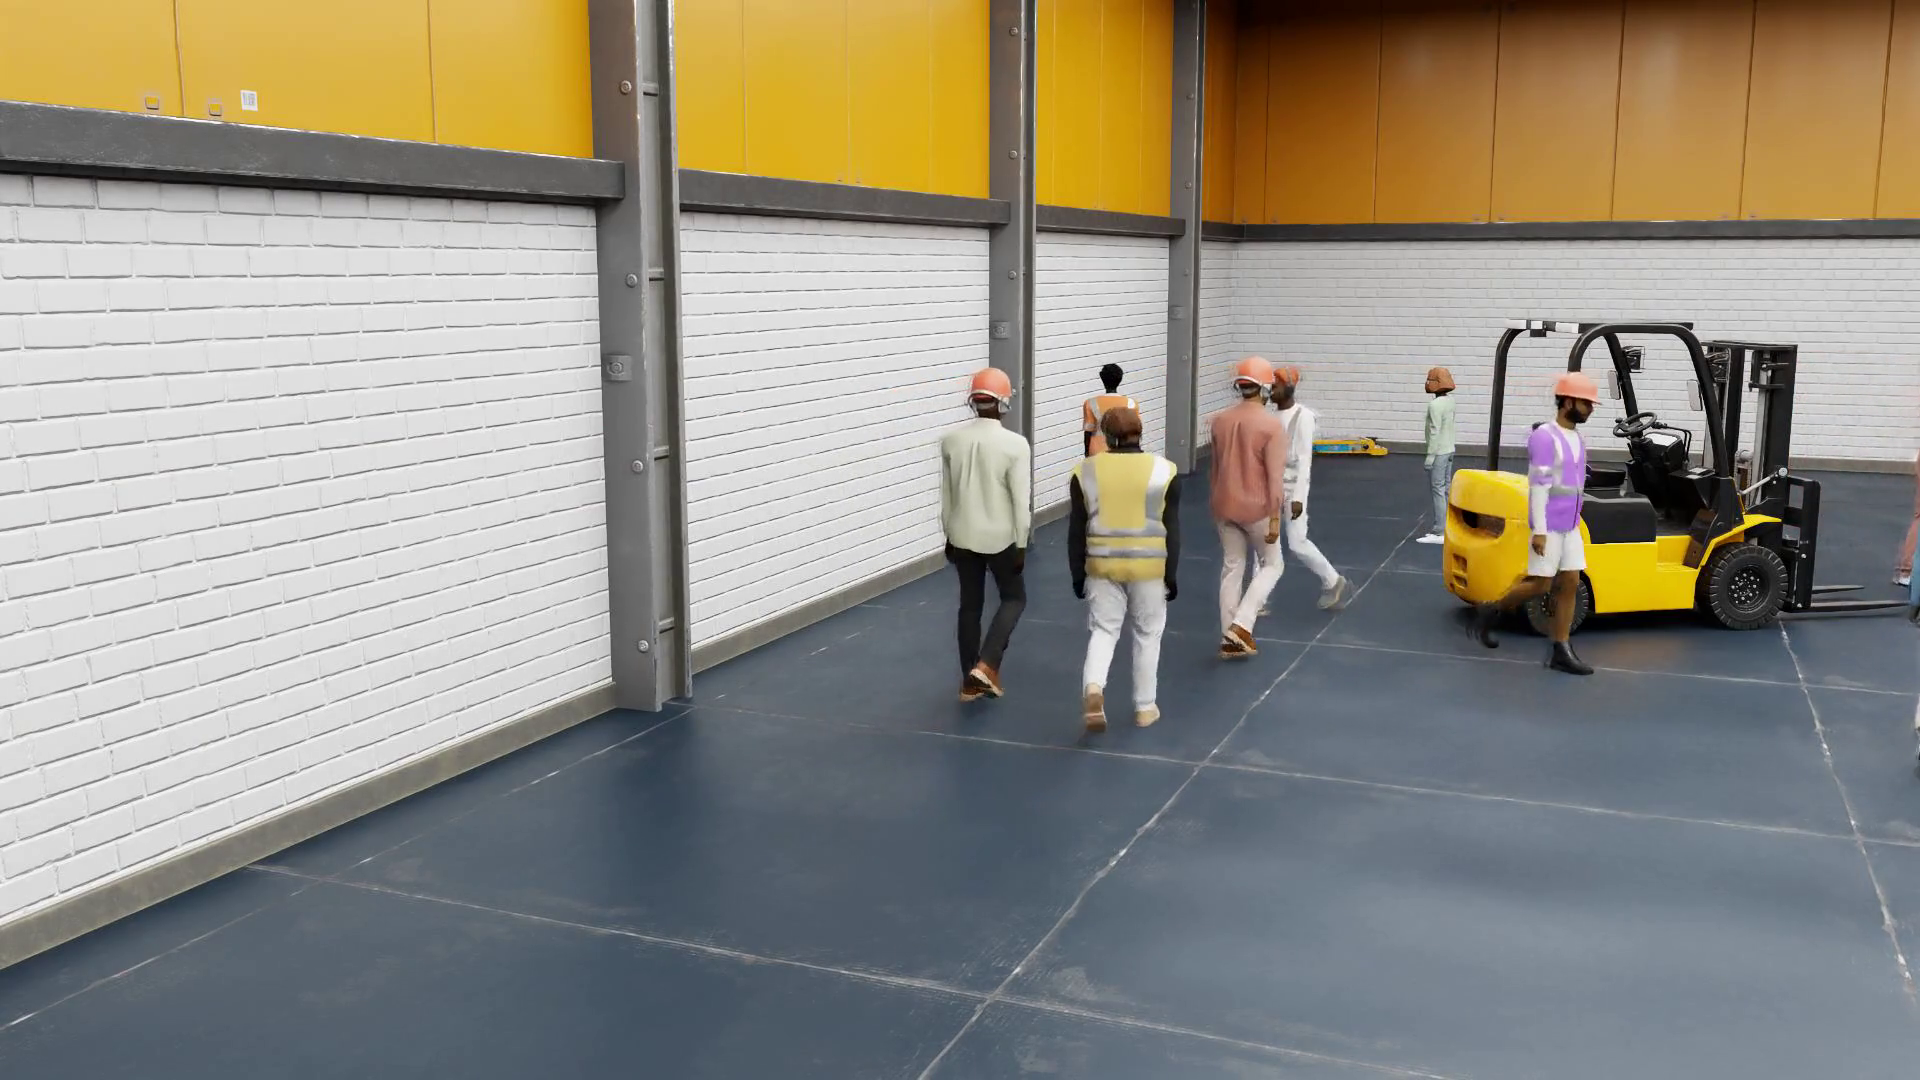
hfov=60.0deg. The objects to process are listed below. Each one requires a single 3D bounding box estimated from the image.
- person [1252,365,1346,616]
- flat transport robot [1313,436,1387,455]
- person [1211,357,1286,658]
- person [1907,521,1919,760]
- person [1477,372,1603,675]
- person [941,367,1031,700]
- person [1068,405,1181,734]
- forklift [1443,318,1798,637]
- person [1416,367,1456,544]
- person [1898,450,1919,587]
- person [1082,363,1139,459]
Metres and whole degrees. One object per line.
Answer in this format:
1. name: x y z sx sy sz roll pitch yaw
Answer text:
1. person: 2.429 -0.352 12.159 0.850 1.856 0.593 -4 10 -25
2. flat transport robot: 5.013 -1.288 22.597 1.431 0.197 0.652 0 9 0
3. person: 1.890 -0.200 10.844 0.438 1.972 0.633 -9 13 -43
4. person: 5.147 0.361 8.530 0.524 1.614 0.700 7 12 35
5. person: 3.730 -0.124 10.600 0.567 1.909 0.743 -7 12 -35
6. person: 0.148 -0.017 9.747 0.619 1.980 0.455 5 11 27
7. person: 0.889 0.175 9.101 0.621 1.814 0.726 3 10 16
8. forklift: 4.706 -0.497 11.990 2.313 2.155 1.214 -2 10 -10
9. person: 4.425 -0.781 15.405 0.285 1.634 0.499 7 11 35
10. person: 7.808 -0.510 13.013 0.754 1.879 0.658 7 12 36
11. person: 1.357 -0.751 15.063 0.515 1.690 0.320 -1 9 -5
